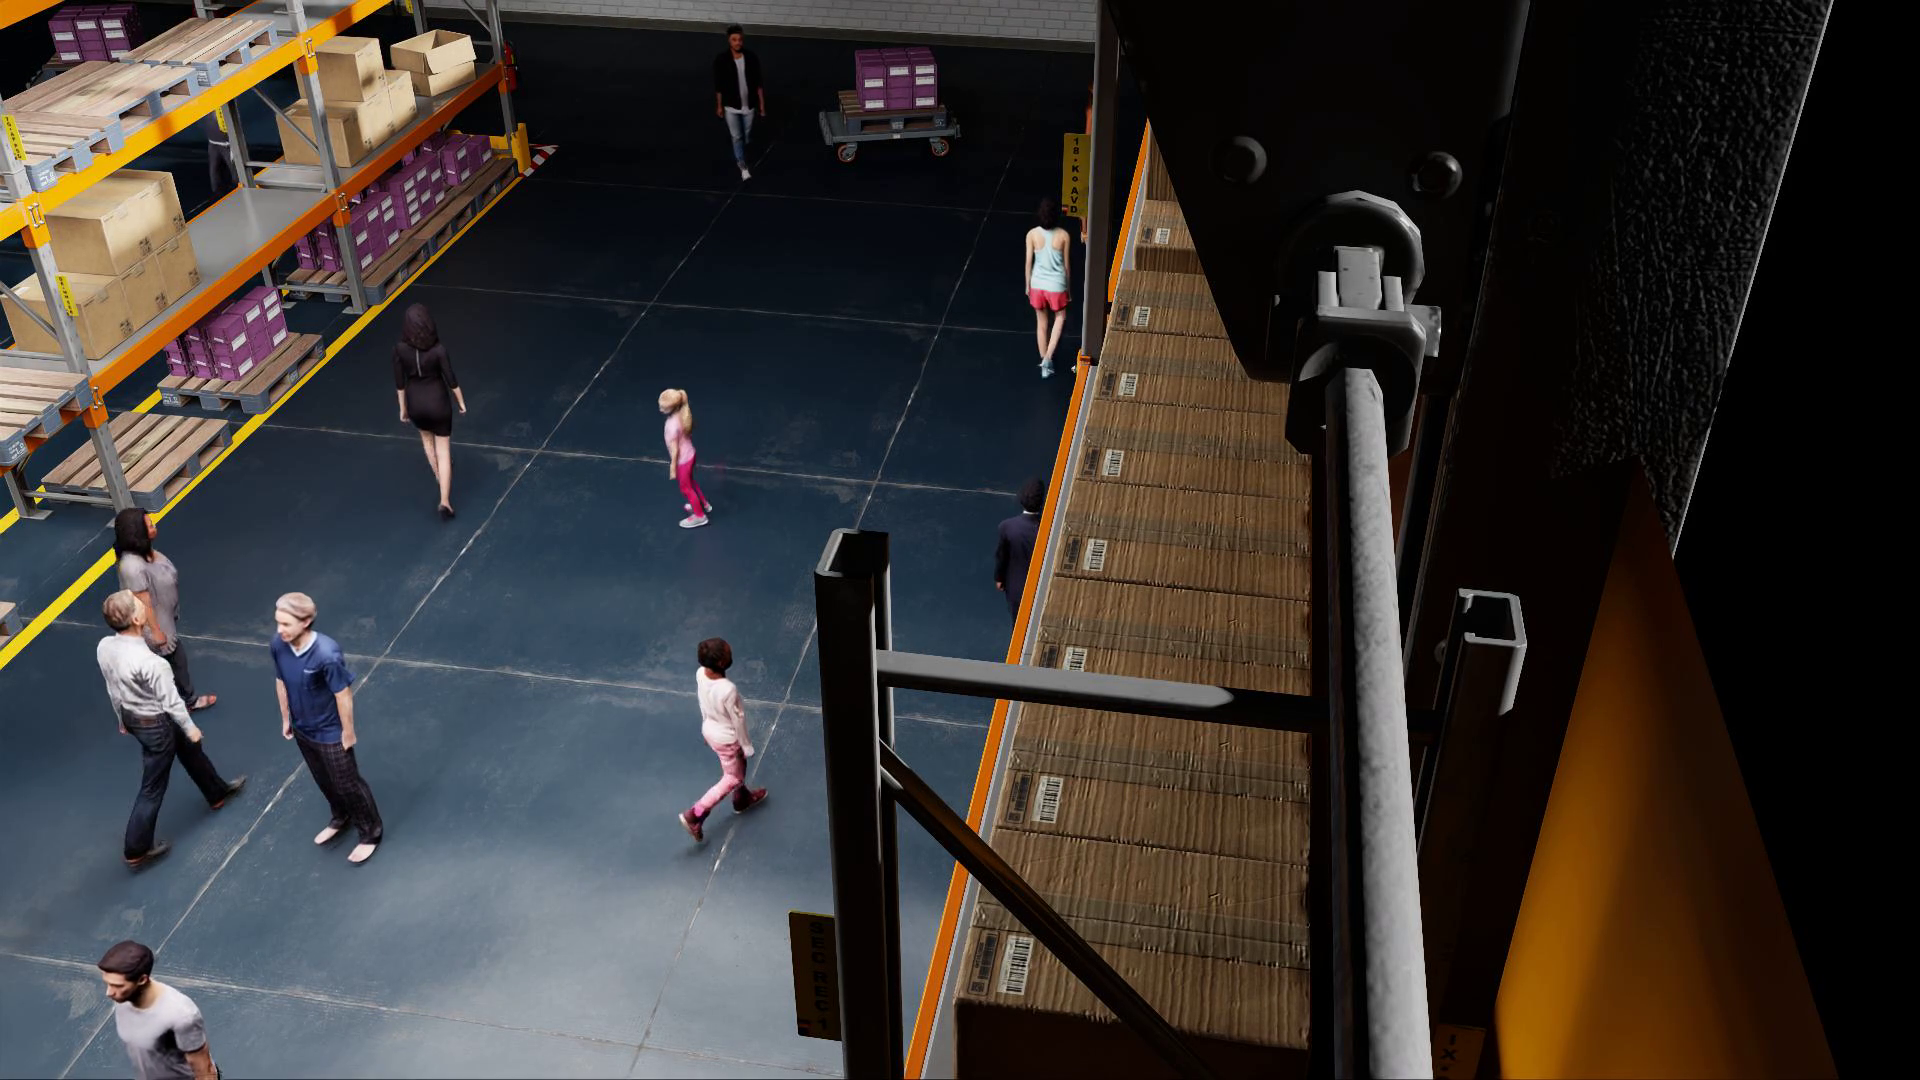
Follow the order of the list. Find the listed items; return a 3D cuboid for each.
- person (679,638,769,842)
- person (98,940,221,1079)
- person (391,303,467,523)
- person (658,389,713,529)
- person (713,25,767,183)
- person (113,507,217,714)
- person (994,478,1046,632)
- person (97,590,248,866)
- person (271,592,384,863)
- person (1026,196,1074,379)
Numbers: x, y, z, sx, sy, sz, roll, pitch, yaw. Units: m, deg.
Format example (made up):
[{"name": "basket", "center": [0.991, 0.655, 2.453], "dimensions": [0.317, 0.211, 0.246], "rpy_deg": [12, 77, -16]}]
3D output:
[{"name": "person", "center": [-1.488, 1.218, 10.184], "dimensions": [0.961, 1.428, 0.894], "rpy_deg": [-23, 40, -31]}, {"name": "person", "center": [-3.631, 2.547, 7.798], "dimensions": [0.717, 1.857, 0.643], "rpy_deg": [14, 36, 20]}, {"name": "person", "center": [-4.208, -0.952, 13.135], "dimensions": [0.713, 1.776, 0.905], "rpy_deg": [0, 34, 0]}, {"name": "person", "center": [-2.154, -0.662, 13.173], "dimensions": [0.671, 1.251, 0.525], "rpy_deg": [6, 34, 9]}, {"name": "person", "center": [-2.596, -5.140, 19.431], "dimensions": [1.059, 1.781, 1.205], "rpy_deg": [-13, 36, -18]}, {"name": "person", "center": [-5.495, 0.525, 11.089], "dimensions": [0.973, 1.581, 0.933], "rpy_deg": [-15, 36, -21]}, {"name": "person", "center": [0.473, 0.397, 11.162], "dimensions": [0.666, 1.713, 0.678], "rpy_deg": [4, 34, 7]}, {"name": "person", "center": [-4.902, 1.145, 9.976], "dimensions": [0.970, 1.780, 1.254], "rpy_deg": [18, 38, 25]}, {"name": "person", "center": [-3.820, 1.087, 9.980], "dimensions": [0.723, 1.873, 0.657], "rpy_deg": [14, 36, 21]}, {"name": "person", "center": [0.795, -2.242, 15.091], "dimensions": [0.618, 1.759, 0.743], "rpy_deg": [8, 34, 12]}]
